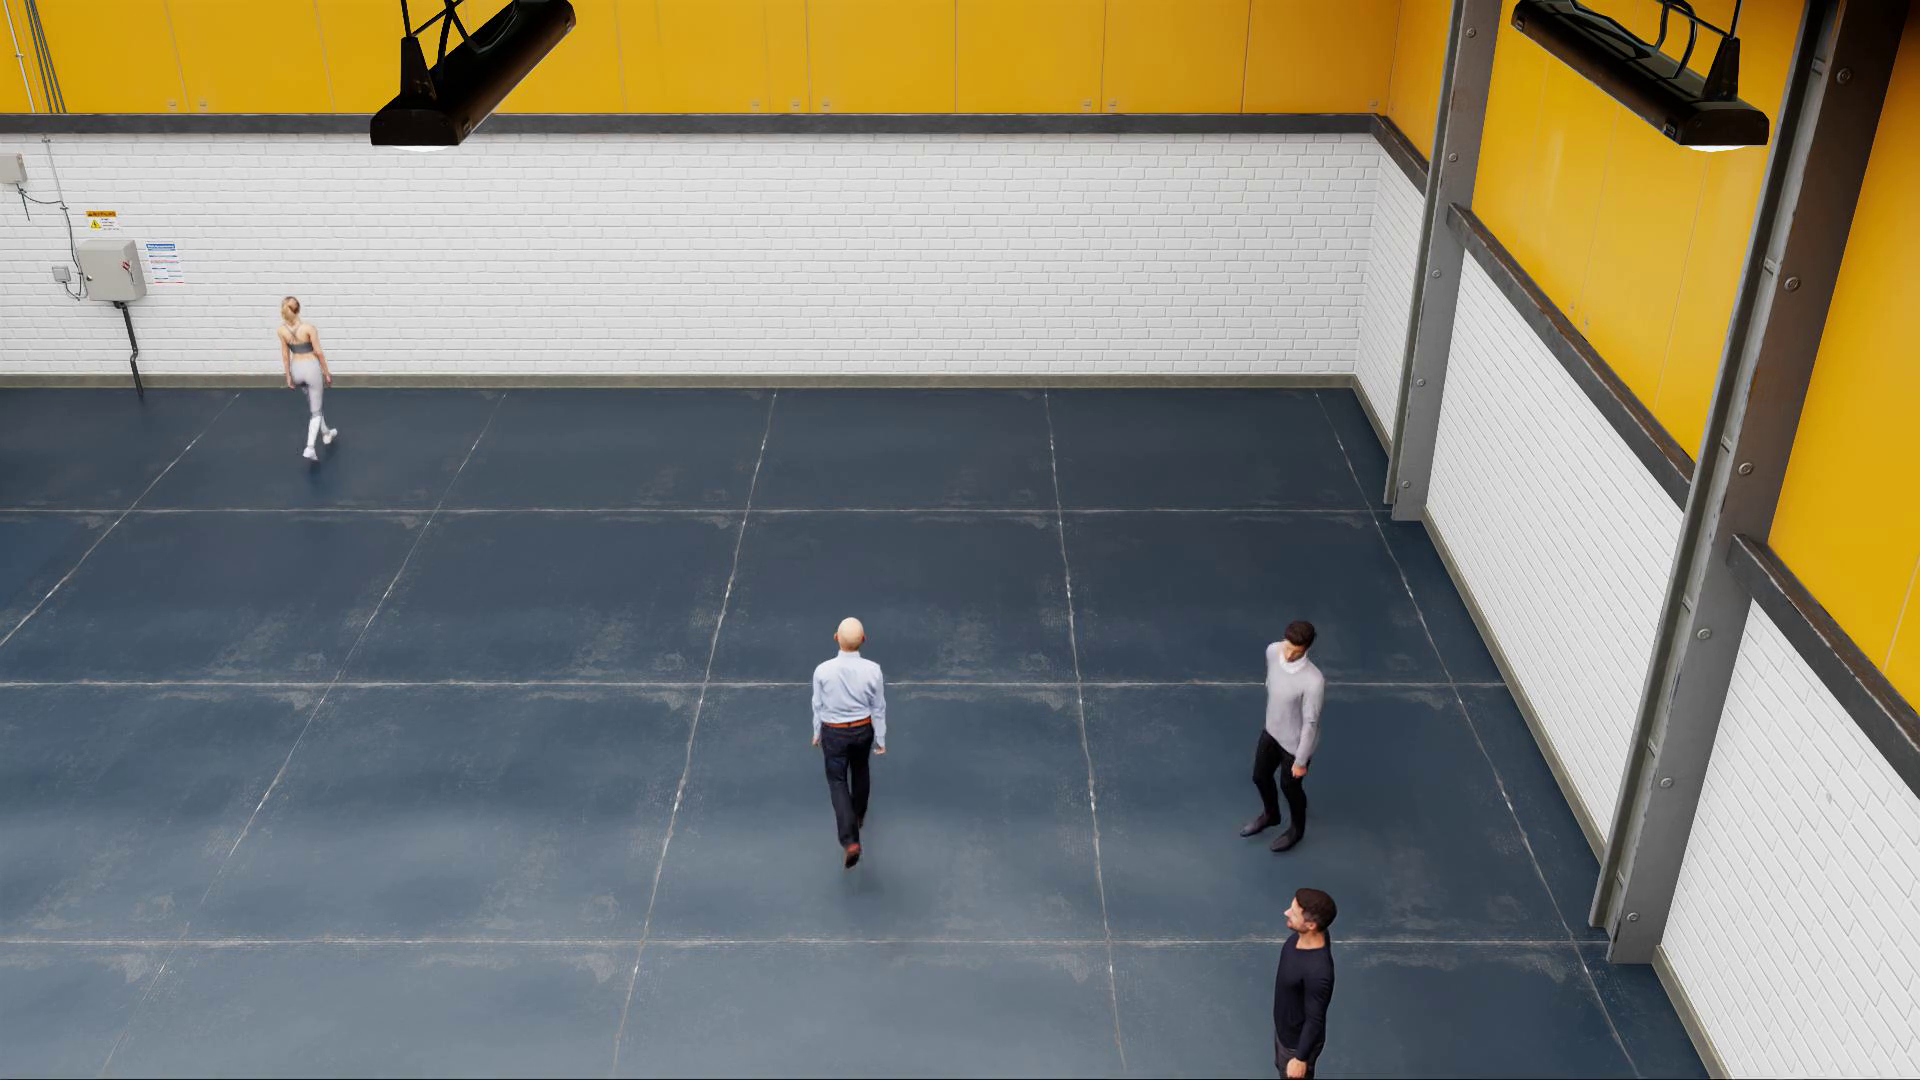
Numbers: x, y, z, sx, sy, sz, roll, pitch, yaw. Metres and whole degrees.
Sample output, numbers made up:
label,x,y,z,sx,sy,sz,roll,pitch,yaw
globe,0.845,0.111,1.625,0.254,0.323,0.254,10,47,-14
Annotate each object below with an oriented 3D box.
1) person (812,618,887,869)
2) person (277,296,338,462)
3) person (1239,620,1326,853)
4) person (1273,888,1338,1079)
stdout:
label,x,y,z,sx,sy,sz,roll,pitch,yaw
person,-0.745,1.363,11.121,0.804,1.767,1.173,-5,29,-10
person,-6.550,-1.594,16.641,0.590,1.673,1.084,1,29,3
person,2.250,1.284,11.151,0.946,1.878,0.836,-10,30,-17
person,1.790,2.587,8.771,0.709,1.870,0.491,2,29,3
